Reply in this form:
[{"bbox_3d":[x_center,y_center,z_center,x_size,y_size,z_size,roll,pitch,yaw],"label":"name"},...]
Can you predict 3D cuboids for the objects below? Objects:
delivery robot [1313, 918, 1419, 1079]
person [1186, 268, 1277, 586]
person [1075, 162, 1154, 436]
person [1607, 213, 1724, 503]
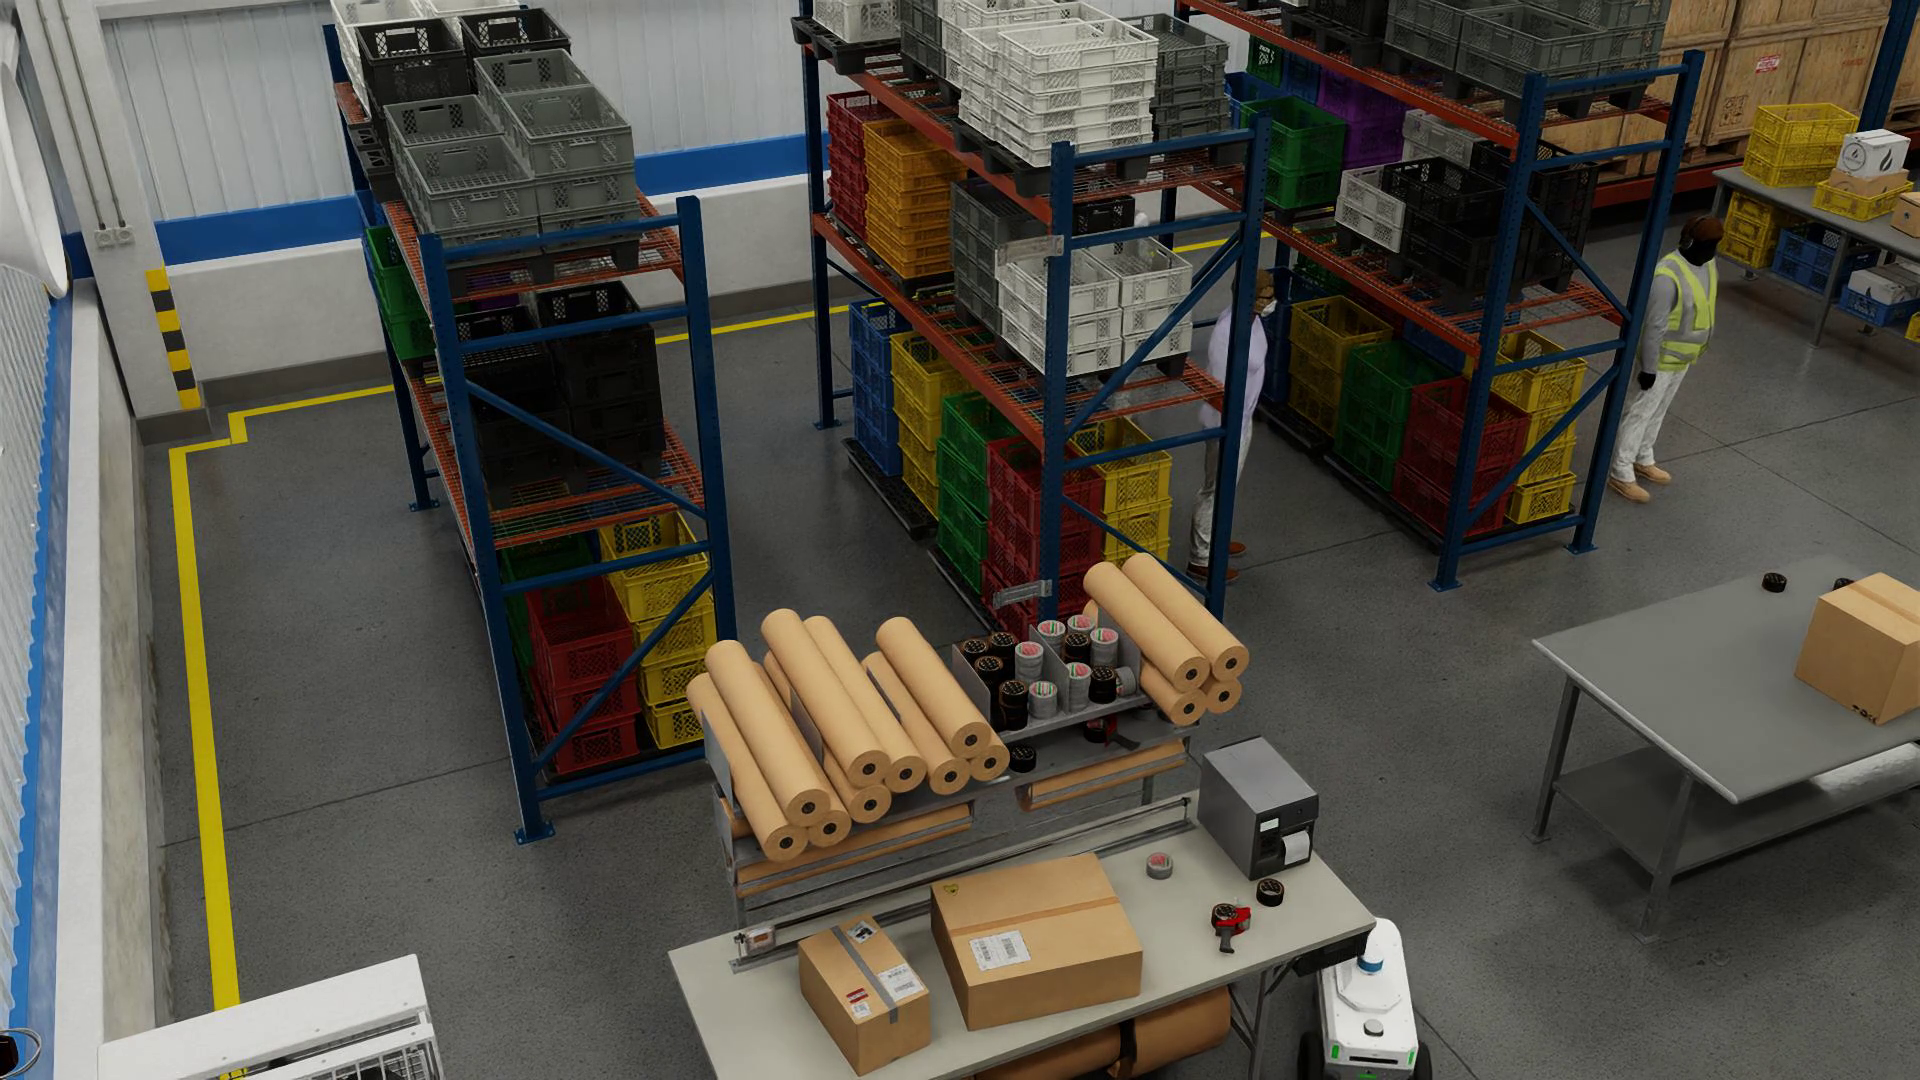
[{"bbox_3d":[1.609,1.819,6.633,0.477,0.478,0.707,3,32,5],"label":"delivery robot"},{"bbox_3d":[1.537,-0.655,9.439,0.364,1.932,0.627,9,33,14],"label":"person"},{"bbox_3d":[1.016,-1.630,11.088,0.409,1.860,0.670,-23,38,-32],"label":"person"},{"bbox_3d":[4.397,-1.142,10.315,0.624,1.841,0.430,-27,40,-36],"label":"person"}]
